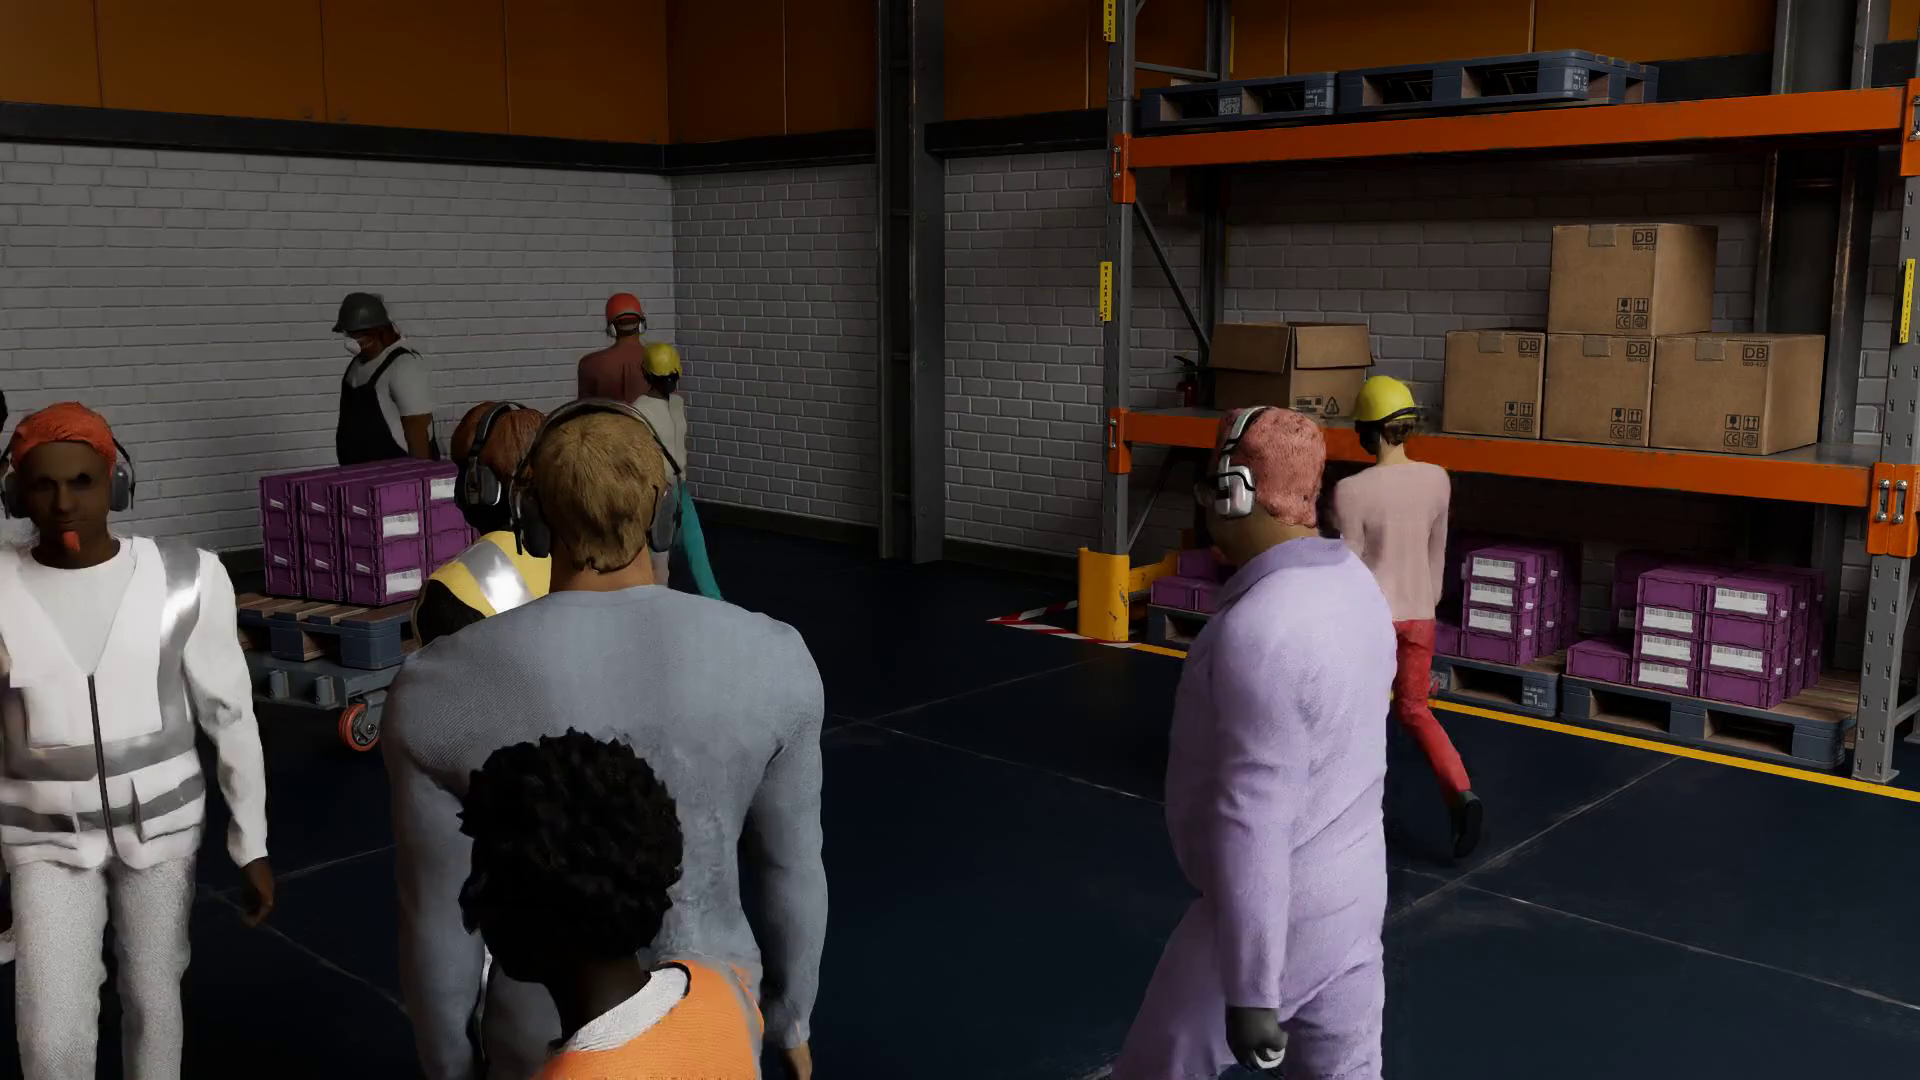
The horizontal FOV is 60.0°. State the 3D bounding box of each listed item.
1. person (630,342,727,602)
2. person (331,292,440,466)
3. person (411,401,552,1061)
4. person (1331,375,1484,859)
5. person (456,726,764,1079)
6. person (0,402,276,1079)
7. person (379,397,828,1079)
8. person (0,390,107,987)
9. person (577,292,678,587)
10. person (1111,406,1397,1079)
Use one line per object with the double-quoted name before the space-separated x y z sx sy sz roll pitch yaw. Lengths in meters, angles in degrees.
"person" -1.637 -0.268 9.490 0.876 1.705 0.547 4 10 25
"person" -3.222 -0.453 9.589 0.699 2.000 0.737 8 12 41
"person" -0.959 0.619 3.630 0.429 1.844 0.625 4 10 21
"person" 1.573 0.282 5.984 0.525 1.741 0.706 -3 10 -20
"person" -0.349 1.010 1.830 0.905 1.641 0.539 3 10 16
"person" -1.721 0.658 3.383 0.591 1.845 0.896 -5 11 -29
"person" -0.508 0.755 2.494 0.631 1.940 0.372 -3 10 -19
"person" -2.703 0.420 4.868 0.685 1.849 0.501 3 10 17
"person" -2.032 -0.528 10.241 0.636 1.974 0.520 -2 9 -10
"person" 0.512 0.687 3.140 0.828 1.865 0.655 6 11 33
